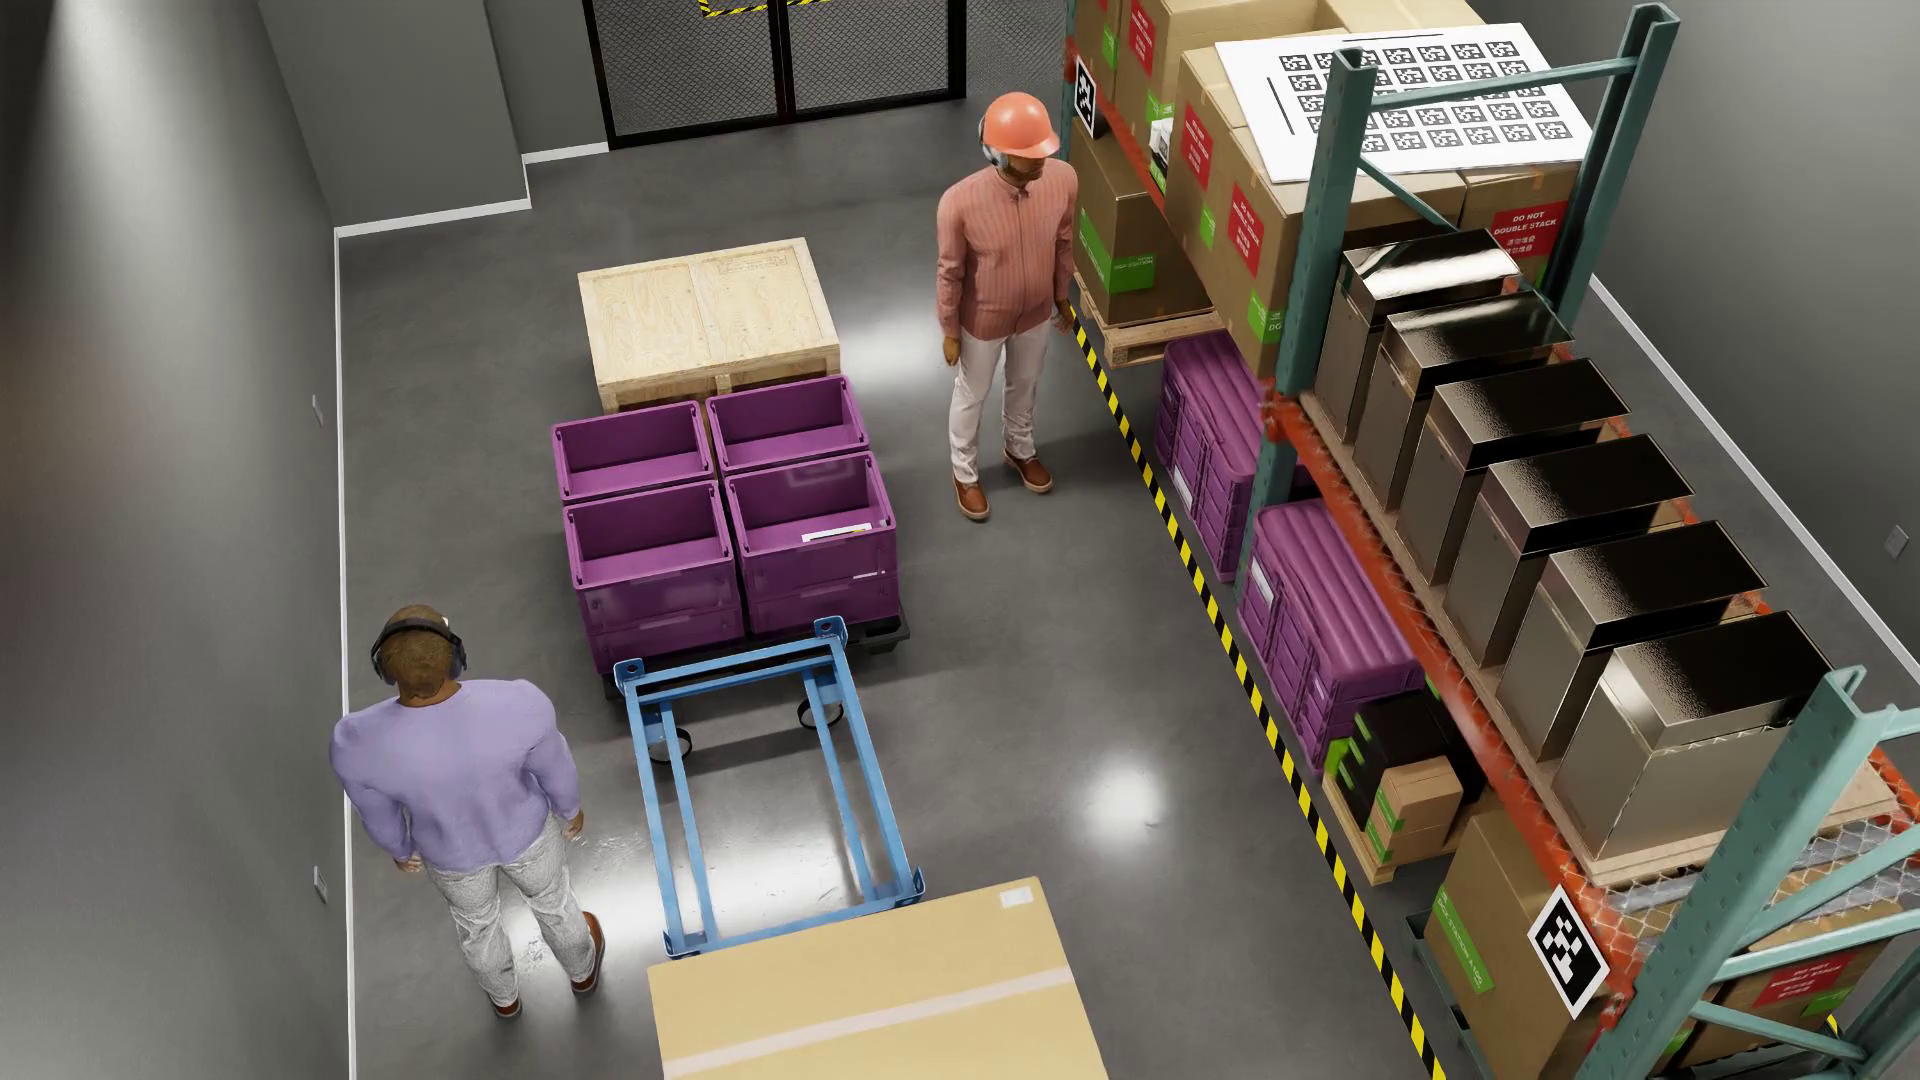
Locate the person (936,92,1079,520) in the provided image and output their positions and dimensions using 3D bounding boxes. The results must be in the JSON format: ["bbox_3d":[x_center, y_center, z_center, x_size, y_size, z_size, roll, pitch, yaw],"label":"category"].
[{"bbox_3d":[0.196,-0.921,6.694,0.613,1.995,0.386,-21,51,-18],"label":"person"}]

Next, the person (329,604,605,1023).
[{"bbox_3d":[-1.458,0.874,5.084,0.630,1.940,0.372,-13,49,-12],"label":"person"}]
